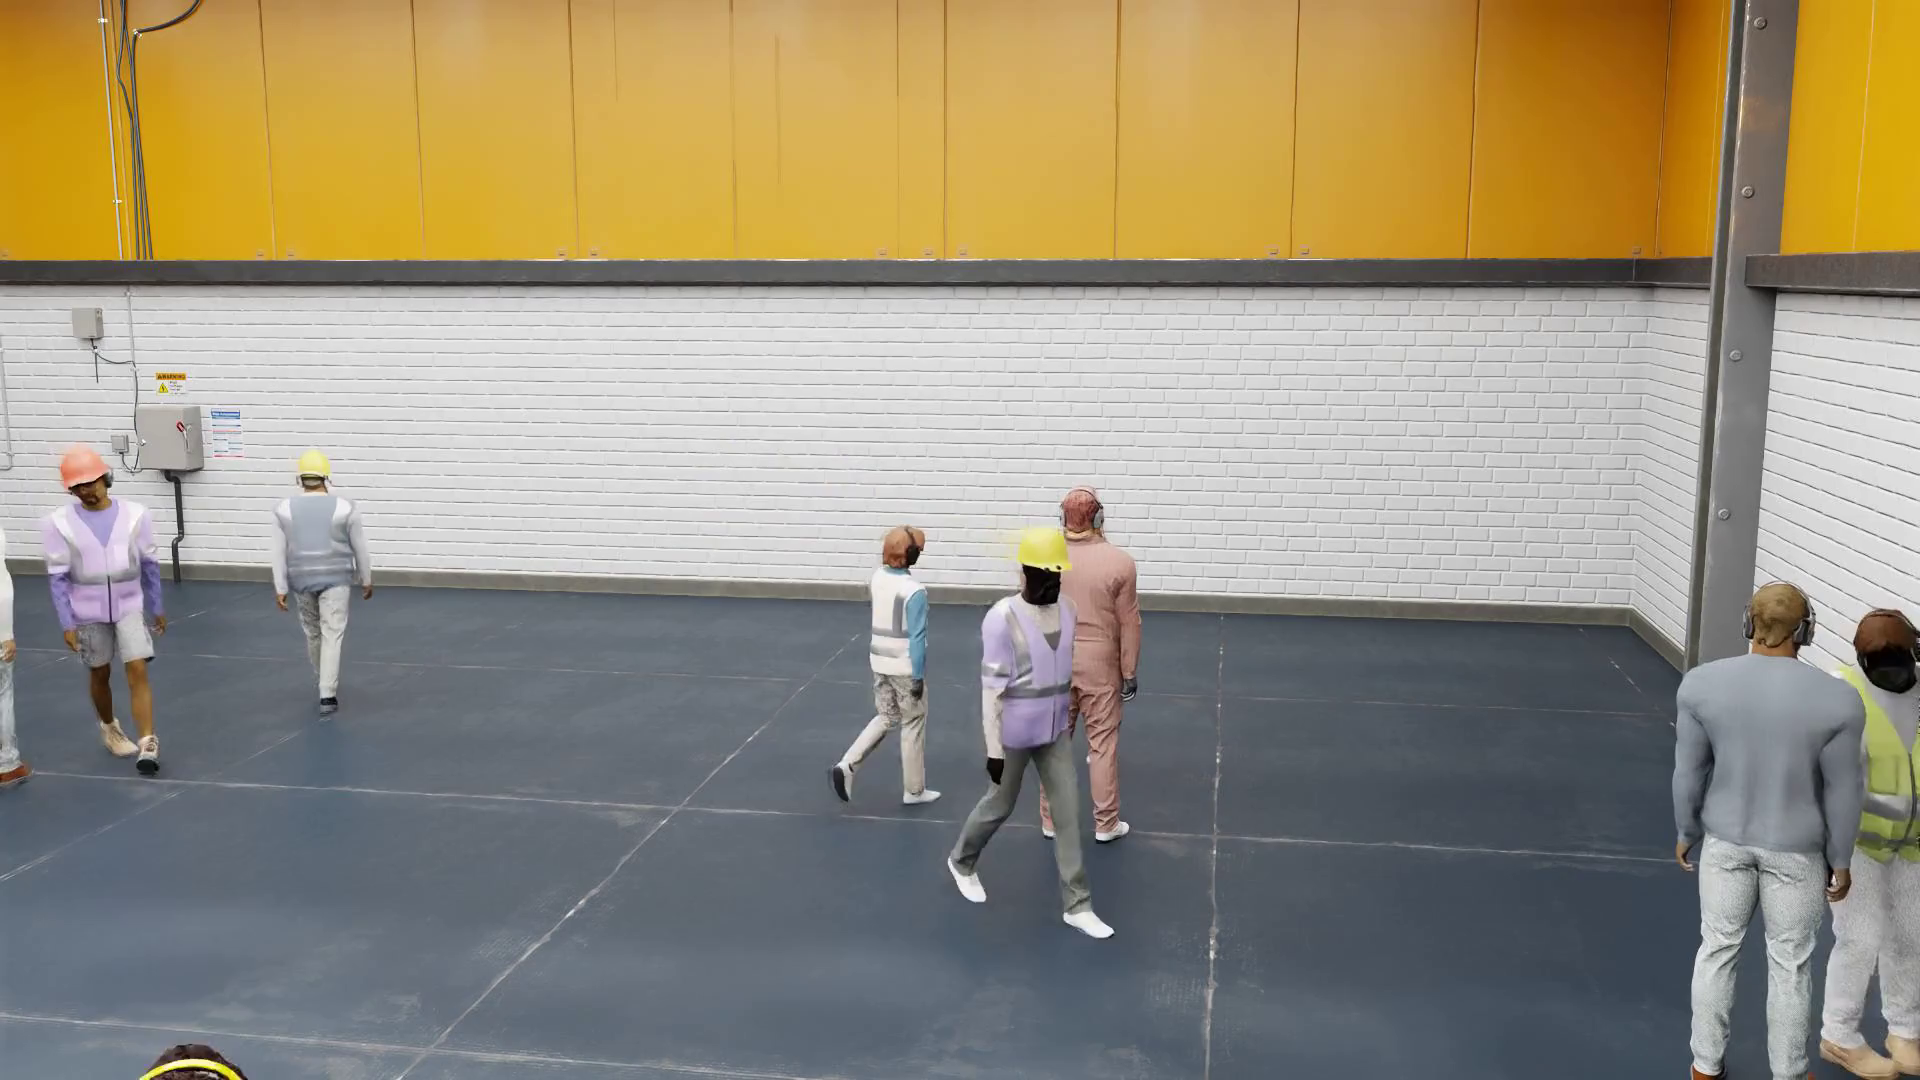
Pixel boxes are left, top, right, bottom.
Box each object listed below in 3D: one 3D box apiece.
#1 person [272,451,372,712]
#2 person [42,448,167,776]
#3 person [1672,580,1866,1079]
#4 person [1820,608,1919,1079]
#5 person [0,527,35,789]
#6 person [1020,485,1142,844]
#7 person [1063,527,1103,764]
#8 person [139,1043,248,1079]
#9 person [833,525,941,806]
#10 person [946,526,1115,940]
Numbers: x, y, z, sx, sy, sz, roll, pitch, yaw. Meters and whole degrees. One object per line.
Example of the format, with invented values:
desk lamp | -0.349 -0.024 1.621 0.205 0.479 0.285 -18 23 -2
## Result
person | -4.451 0.269 11.645 0.617 1.780 0.943 -1 9 -9
person | -5.108 0.431 10.011 0.641 1.977 1.044 -6 11 -35
person | 2.900 1.105 6.017 0.627 1.934 0.371 7 11 36
person | 3.442 1.135 6.258 0.639 1.807 0.438 -1 9 -5
person | -5.742 0.523 9.600 0.656 1.930 0.565 -1 9 -6
person | 0.648 0.660 8.824 0.641 1.913 0.408 3 10 17
person | 0.746 0.572 10.333 0.528 1.583 0.852 -3 10 -17
person | -1.153 1.689 2.660 0.548 1.852 0.388 -2 9 -10
person | -0.391 0.722 9.312 0.580 1.622 0.530 -7 12 -37
person | 0.294 0.849 7.753 0.605 1.887 0.972 -8 12 -41
